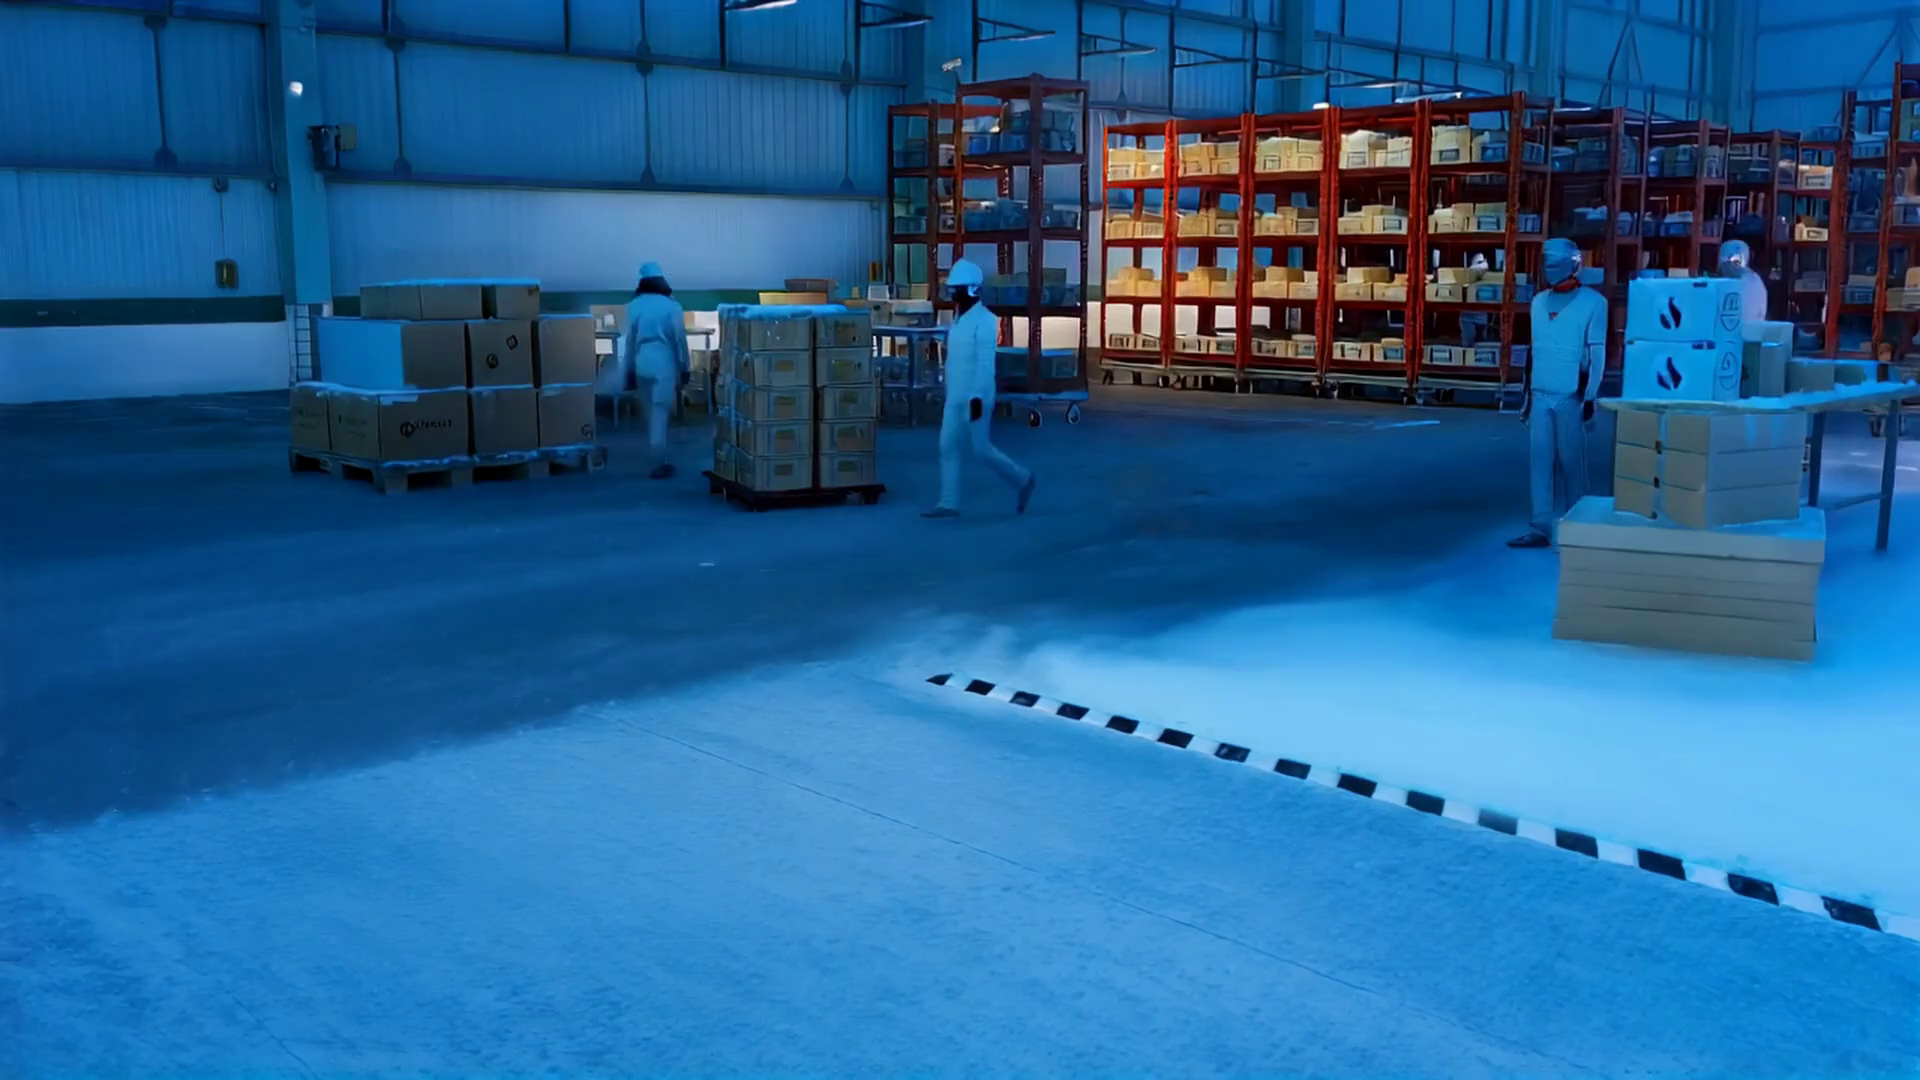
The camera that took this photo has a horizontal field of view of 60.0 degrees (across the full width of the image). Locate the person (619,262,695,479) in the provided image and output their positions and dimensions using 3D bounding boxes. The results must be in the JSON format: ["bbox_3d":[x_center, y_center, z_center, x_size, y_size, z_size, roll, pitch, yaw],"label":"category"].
[{"bbox_3d":[-2.401,-1.349,13.230,0.581,1.696,0.633,2,10,12],"label":"person"}]

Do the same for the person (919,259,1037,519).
[{"bbox_3d":[0.120,-0.991,11.028,0.723,1.726,0.566,-4,10,-25],"label":"person"}]

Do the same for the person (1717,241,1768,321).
[{"bbox_3d":[6.012,-1.401,13.088,0.932,1.863,0.657,2,10,11],"label":"person"}]

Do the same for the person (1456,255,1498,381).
[{"bbox_3d":[7.378,-3.155,23.762,0.588,1.822,0.403,5,10,25],"label":"person"}]

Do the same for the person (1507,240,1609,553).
[{"bbox_3d":[3.529,-0.824,9.775,0.449,1.843,0.611,-5,11,-26],"label":"person"}]
